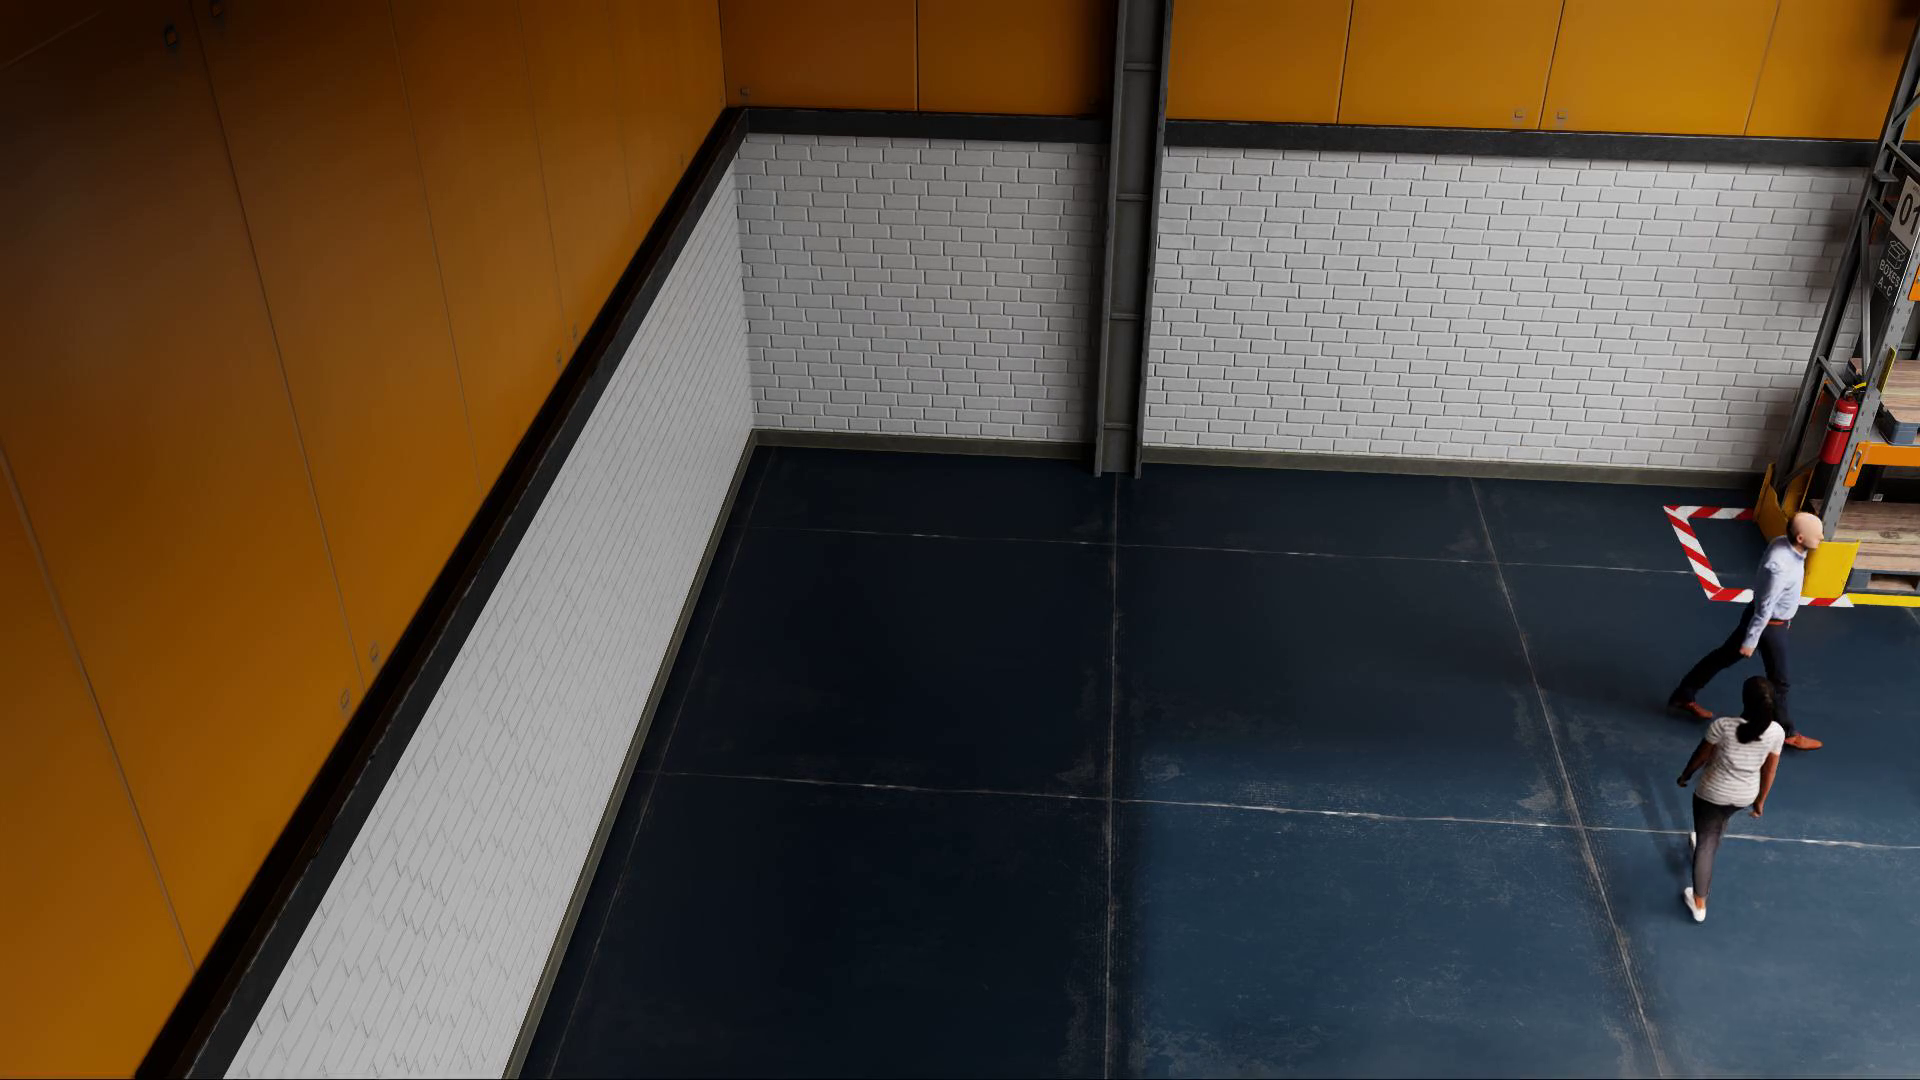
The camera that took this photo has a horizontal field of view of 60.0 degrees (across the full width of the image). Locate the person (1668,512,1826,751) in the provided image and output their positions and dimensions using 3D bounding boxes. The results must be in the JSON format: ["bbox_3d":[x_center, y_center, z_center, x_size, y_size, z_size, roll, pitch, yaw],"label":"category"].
[{"bbox_3d":[5.201,0.562,10.946,1.292,1.744,0.955,16,37,22],"label":"person"}]

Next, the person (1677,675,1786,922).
[{"bbox_3d":[4.450,1.530,9.608,0.839,1.613,0.651,2,34,2],"label":"person"}]
